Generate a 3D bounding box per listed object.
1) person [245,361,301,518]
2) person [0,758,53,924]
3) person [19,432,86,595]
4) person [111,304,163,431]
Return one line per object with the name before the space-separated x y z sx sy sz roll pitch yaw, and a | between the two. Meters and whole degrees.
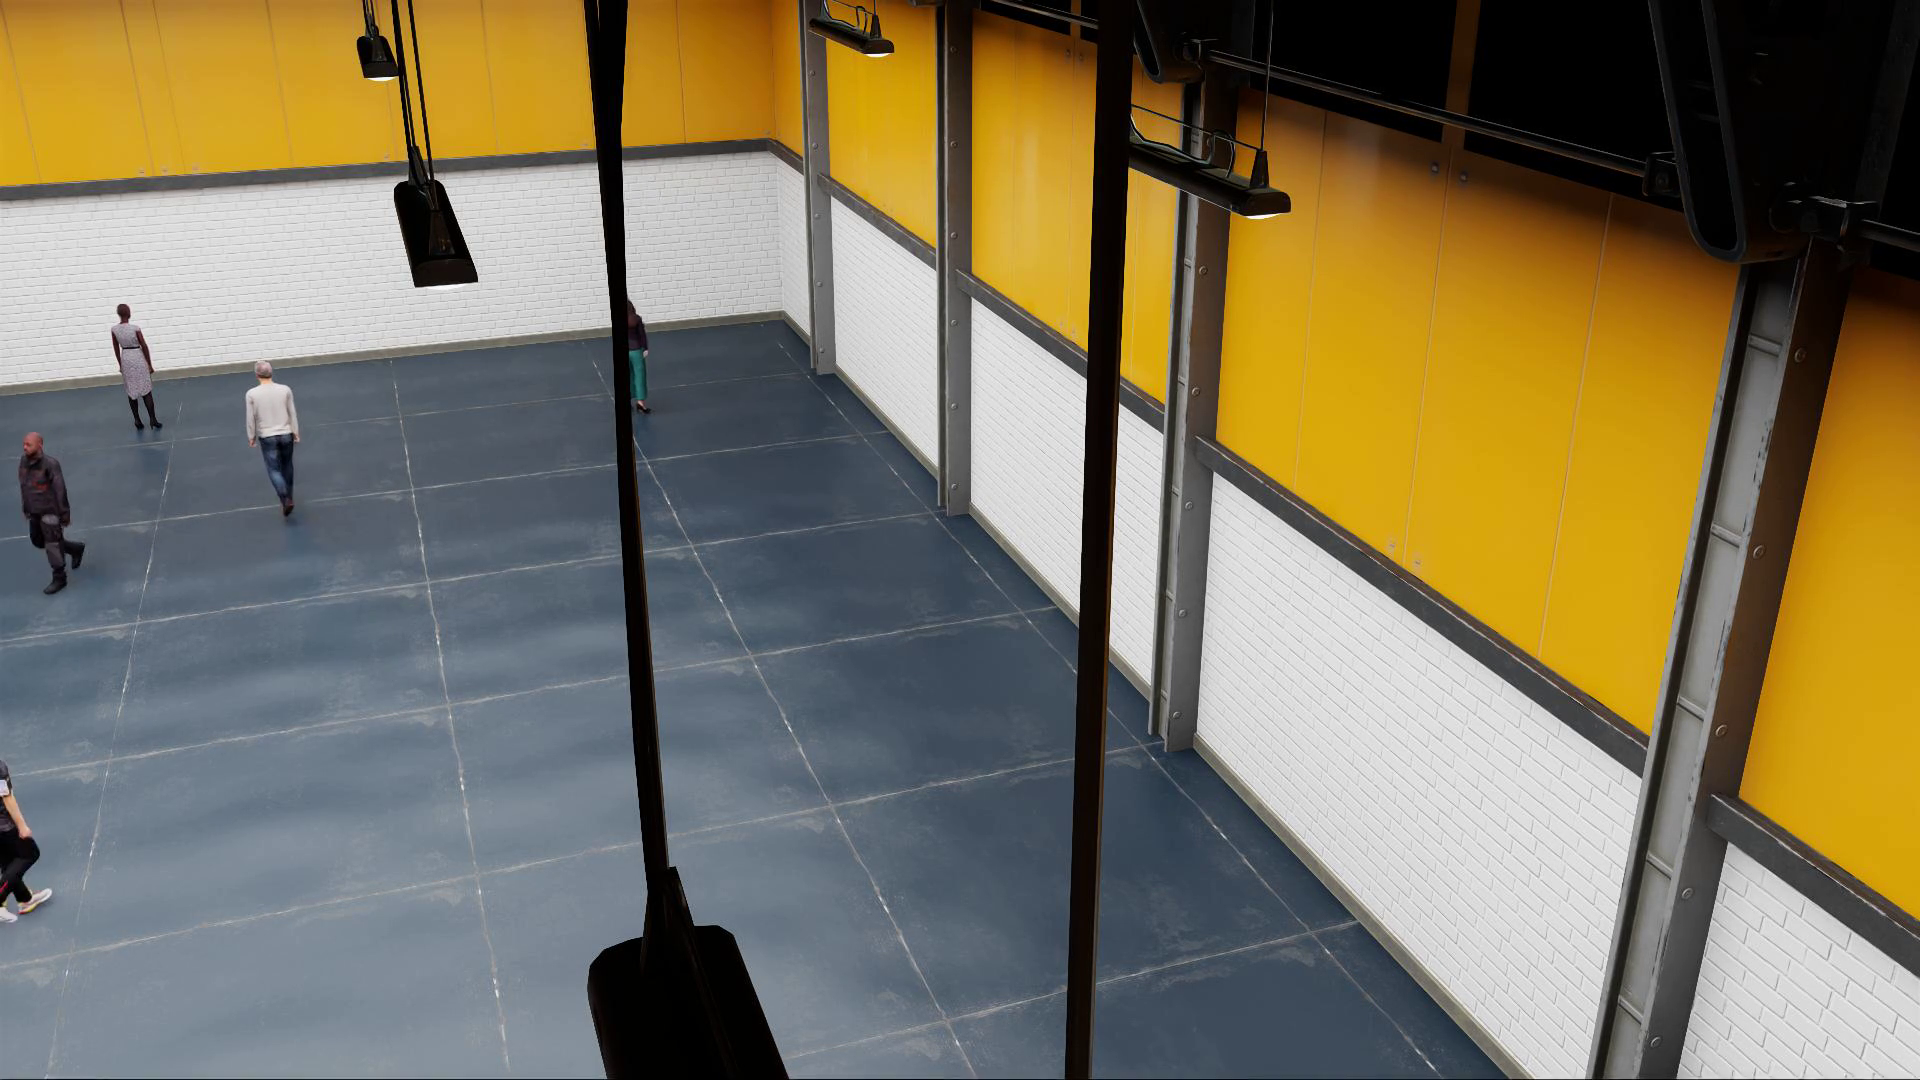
person | -8.318 -1.210 20.262 0.919 1.873 1.284 -15 28 -31
person | -7.394 2.170 12.676 0.912 1.756 0.962 13 27 27
person | -10.044 -0.364 18.409 1.027 1.807 1.123 7 25 15
person | -11.460 -2.399 23.084 0.680 1.790 0.637 -1 24 -1
